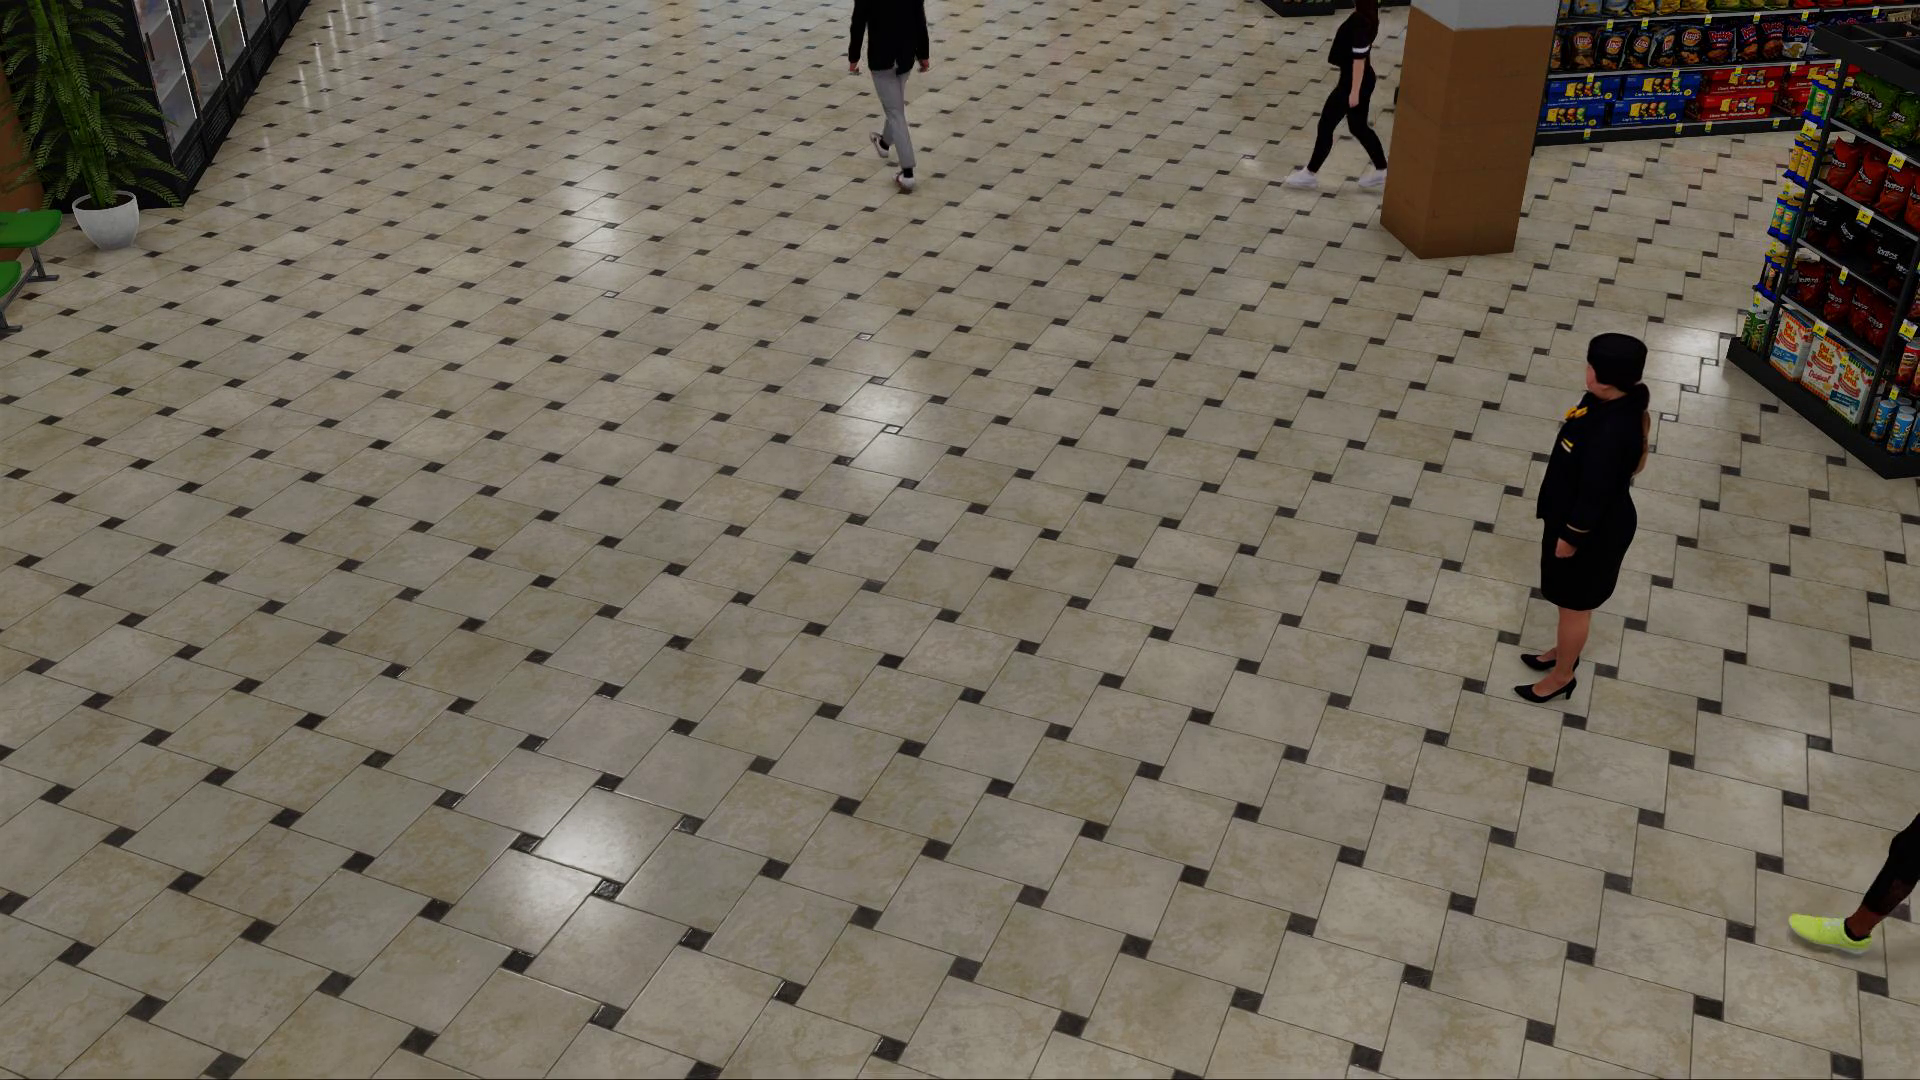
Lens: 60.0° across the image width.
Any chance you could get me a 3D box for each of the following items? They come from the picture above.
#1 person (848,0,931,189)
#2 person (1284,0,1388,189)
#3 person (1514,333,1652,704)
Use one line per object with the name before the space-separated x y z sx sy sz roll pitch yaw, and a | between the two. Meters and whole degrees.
person | -0.453 -3.516 12.248 1.223 1.843 1.088 -18 36 -26
person | 2.942 -3.310 12.141 1.119 1.605 0.911 9 33 15
person | 2.592 -0.064 6.864 0.832 1.669 0.805 14 35 22
